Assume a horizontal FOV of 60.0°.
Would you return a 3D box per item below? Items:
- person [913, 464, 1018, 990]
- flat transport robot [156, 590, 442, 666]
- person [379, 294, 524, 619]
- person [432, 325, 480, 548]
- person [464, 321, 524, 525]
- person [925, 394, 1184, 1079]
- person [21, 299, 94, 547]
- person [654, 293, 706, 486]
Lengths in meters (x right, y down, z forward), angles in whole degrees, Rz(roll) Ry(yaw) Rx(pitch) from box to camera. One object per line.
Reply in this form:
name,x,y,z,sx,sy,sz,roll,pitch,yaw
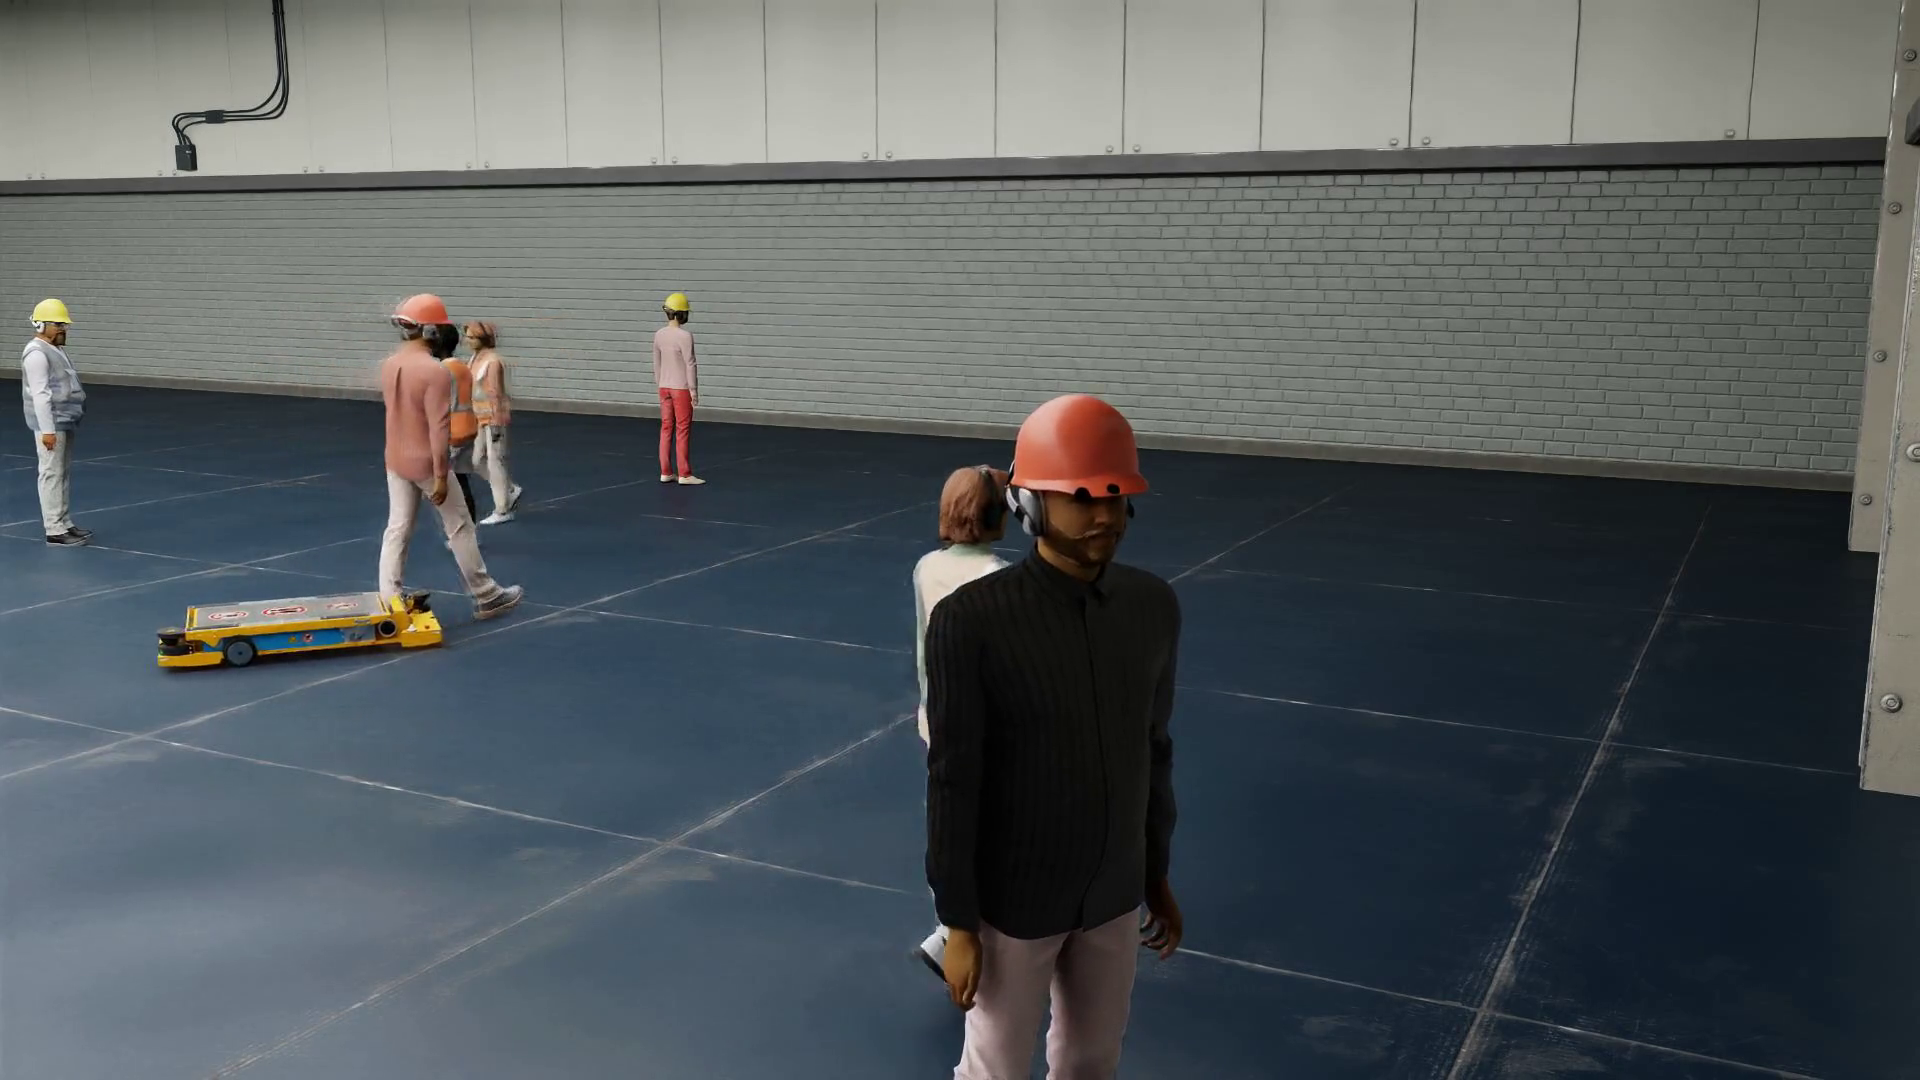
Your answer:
person,0.050,0.588,4.964,0.377,1.626,0.533,-8,13,-37
flat transport robot,-3.670,0.478,9.265,1.431,0.197,0.652,-4,11,-23
person,-3.056,-0.455,9.753,0.635,1.945,0.977,7,13,35
person,-3.707,-0.747,12.085,0.371,1.681,0.552,1,10,8
person,-3.727,-0.933,13.250,0.386,1.626,0.532,-8,13,-38
person,0.208,0.702,3.337,0.612,1.996,0.388,-7,12,-33
person,-6.713,-0.870,12.367,0.404,1.829,0.591,-3,11,-16
person,-2.596,-1.386,15.353,0.535,1.767,0.315,9,14,40
